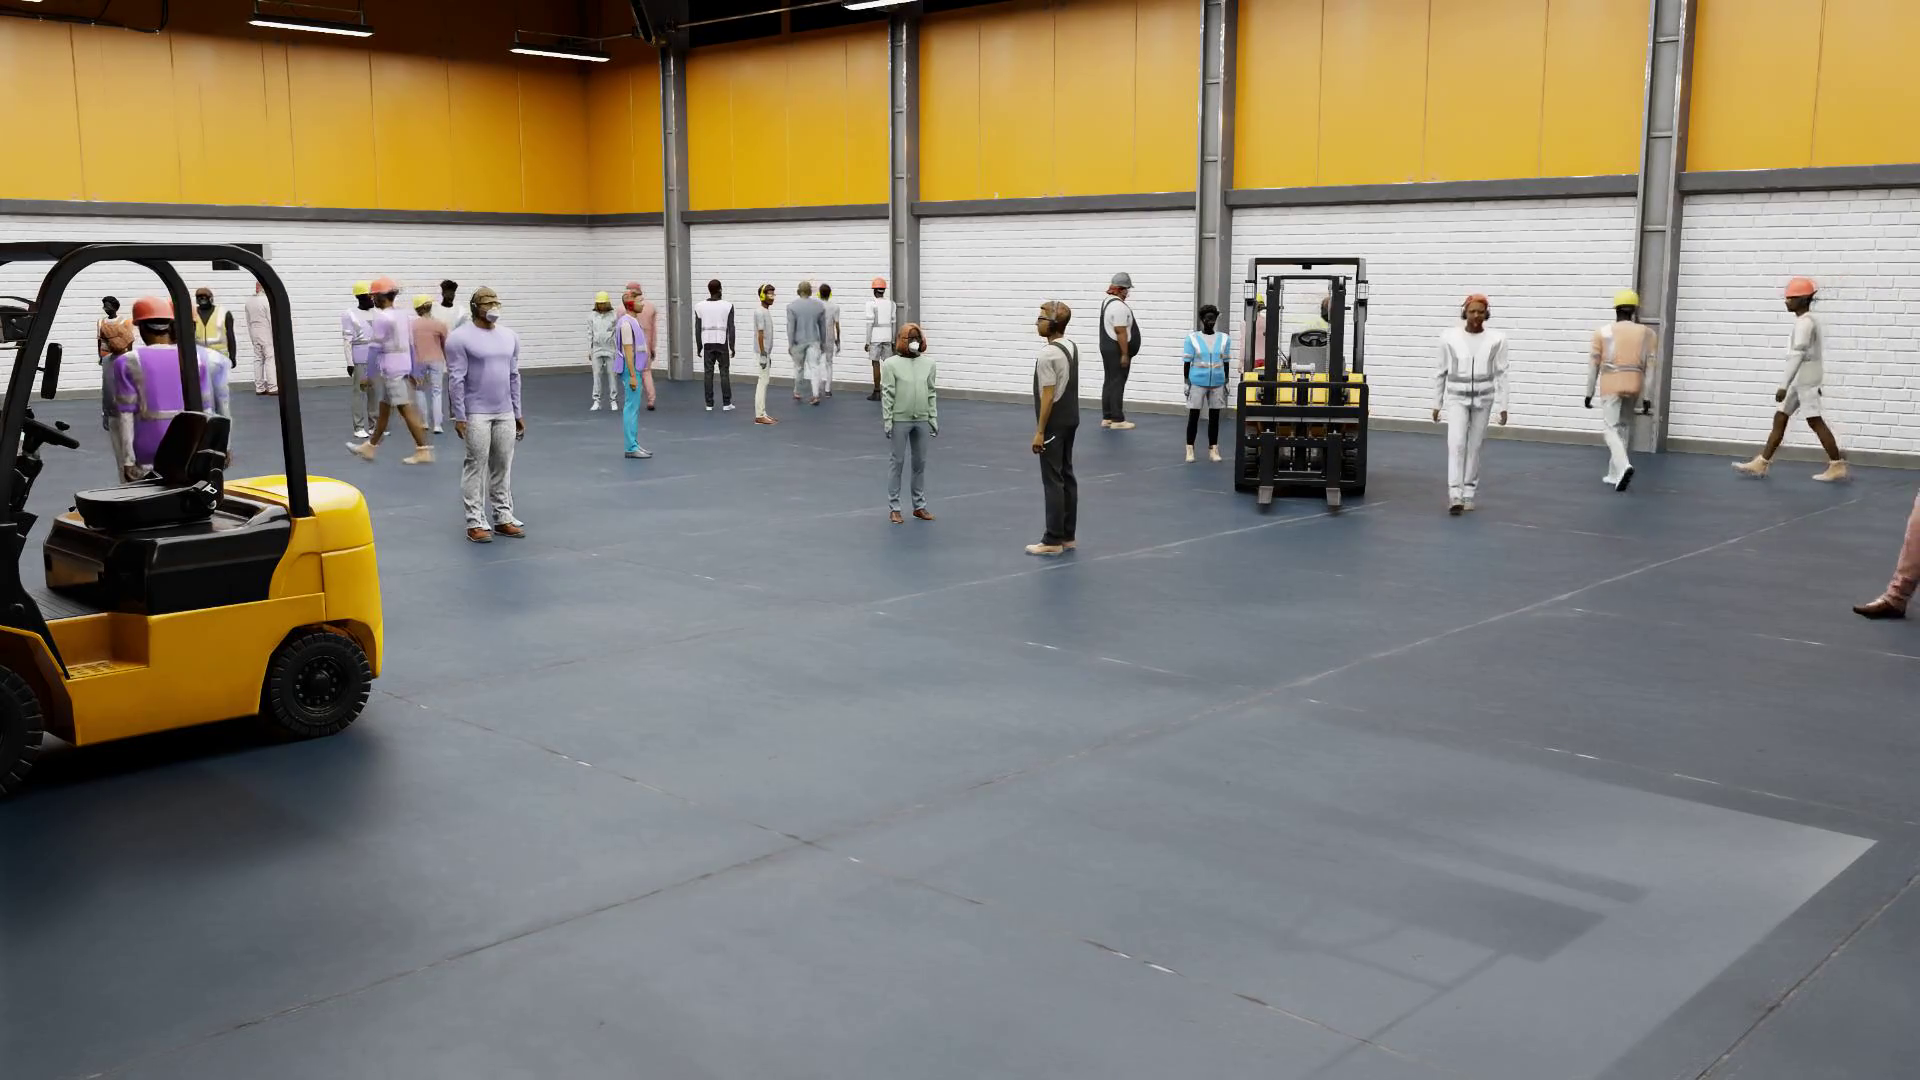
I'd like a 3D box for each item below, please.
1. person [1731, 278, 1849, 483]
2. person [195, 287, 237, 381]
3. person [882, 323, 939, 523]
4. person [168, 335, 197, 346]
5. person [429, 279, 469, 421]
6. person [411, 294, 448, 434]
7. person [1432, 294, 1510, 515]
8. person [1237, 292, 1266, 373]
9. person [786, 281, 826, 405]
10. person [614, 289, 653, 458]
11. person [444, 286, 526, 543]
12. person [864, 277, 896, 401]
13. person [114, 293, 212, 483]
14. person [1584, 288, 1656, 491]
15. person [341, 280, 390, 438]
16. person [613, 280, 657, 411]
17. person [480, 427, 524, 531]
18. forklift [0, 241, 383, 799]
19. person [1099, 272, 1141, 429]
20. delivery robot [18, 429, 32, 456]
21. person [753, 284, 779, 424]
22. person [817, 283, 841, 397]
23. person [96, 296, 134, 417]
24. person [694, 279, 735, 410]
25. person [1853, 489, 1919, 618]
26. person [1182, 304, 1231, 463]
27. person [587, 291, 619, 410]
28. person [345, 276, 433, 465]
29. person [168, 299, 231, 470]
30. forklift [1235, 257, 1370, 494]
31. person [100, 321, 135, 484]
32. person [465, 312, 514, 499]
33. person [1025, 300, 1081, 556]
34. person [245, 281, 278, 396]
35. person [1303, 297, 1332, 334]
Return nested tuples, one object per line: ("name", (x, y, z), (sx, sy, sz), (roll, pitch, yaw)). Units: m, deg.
("person", (8.204, -1.552, 16.212), (1.056, 1.994, 0.609), (5, 10, 27))
("person", (-9.914, -2.416, 21.966), (0.659, 1.829, 0.450), (-2, 9, -11))
("person", (-0.405, -0.958, 13.633), (0.501, 1.633, 0.279), (-5, 11, -30))
("person", (-6.145, -0.890, 13.238), (0.538, 1.613, 0.681), (-4, 10, -23))
("person", (-7.033, -2.596, 22.764), (0.632, 1.937, 0.619), (-4, 10, -24))
("person", (-6.705, -2.218, 21.008), (0.574, 1.740, 0.695), (-3, 10, -18))
("person", (4.314, -1.128, 14.011), (0.609, 1.847, 0.861), (2, 9, 12))
("person", (3.816, -2.308, 21.499), (0.523, 1.769, 0.320), (-5, 10, -27))
("person", (-2.344, -3.017, 25.498), (0.651, 1.891, 1.035), (-3, 10, -20))
("person", (-3.599, -1.821, 18.260), (0.389, 1.850, 0.566), (-1, 9, -6))
("person", (-3.596, -0.956, 12.684), (0.372, 1.940, 0.629), (7, 12, 37))
("person", (-1.270, -3.157, 26.183), (0.553, 1.935, 0.364), (-7, 11, -35))
("person", (-4.883, -0.550, 10.251), (0.564, 1.923, 0.407), (-7, 11, -36))
("person", (6.257, -1.418, 15.673), (0.581, 1.894, 0.835), (0, 9, -1))
("person", (-7.309, -2.225, 20.491), (0.365, 1.928, 0.594), (5, 11, 29))
("person", (-4.721, -2.815, 24.187), (0.664, 1.907, 0.407), (-7, 12, -38))
("person", (-3.720, -0.900, 13.257), (0.310, 1.640, 0.514), (8, 12, 39))
("forklift", (-3.706, -0.171, 7.093), (1.214, 2.155, 2.313), (9, 13, 43))
("person", (2.091, -2.469, 21.652), (0.535, 2.000, 0.680), (-2, 9, -13))
("delivery robot", (-9.905, -1.076, 17.365), (0.477, 0.478, 0.707), (-5, 10, -28))
("person", (-2.605, -2.481, 22.259), (0.309, 1.865, 0.534), (0, 9, 0))
("person", (-2.173, -3.201, 26.733), (0.543, 1.851, 0.738), (-1, 9, -6))
("person", (-11.839, -2.568, 23.305), (0.540, 1.698, 0.315), (1, 9, 7))
("person", (-3.589, -2.855, 24.405), (0.590, 1.916, 0.398), (1, 9, 4))
("person", (5.897, -0.416, 9.697), (1.053, 1.848, 0.636), (-1, 9, -6))
("person", (2.637, -1.668, 17.784), (0.540, 1.697, 0.317), (-1, 9, -7))
("person", (-5.209, -2.761, 24.354), (0.492, 1.740, 0.325), (0, 9, -2))
("person", (-6.076, -1.775, 17.557), (1.062, 1.982, 0.626), (1, 9, 5))
("person", (-5.205, -0.685, 11.189), (0.559, 1.887, 0.991), (-8, 12, -40))
("forklift", (3.309, -1.629, 16.029), (1.214, 2.155, 2.313), (2, 9, 11))
("person", (-7.073, -1.026, 14.046), (0.498, 1.633, 0.279), (6, 11, 32))
("person", (-4.231, -1.258, 14.860), (0.600, 1.829, 0.404), (-5, 10, -26))
("person", (0.682, -0.805, 12.045), (0.343, 1.846, 0.507), (5, 11, 28))
("person", (-11.376, -3.313, 27.257), (0.638, 1.902, 0.408), (5, 10, 28))
("person", (4.144, -1.928, 19.212), (0.638, 1.772, 1.038), (-7, 12, -37))
